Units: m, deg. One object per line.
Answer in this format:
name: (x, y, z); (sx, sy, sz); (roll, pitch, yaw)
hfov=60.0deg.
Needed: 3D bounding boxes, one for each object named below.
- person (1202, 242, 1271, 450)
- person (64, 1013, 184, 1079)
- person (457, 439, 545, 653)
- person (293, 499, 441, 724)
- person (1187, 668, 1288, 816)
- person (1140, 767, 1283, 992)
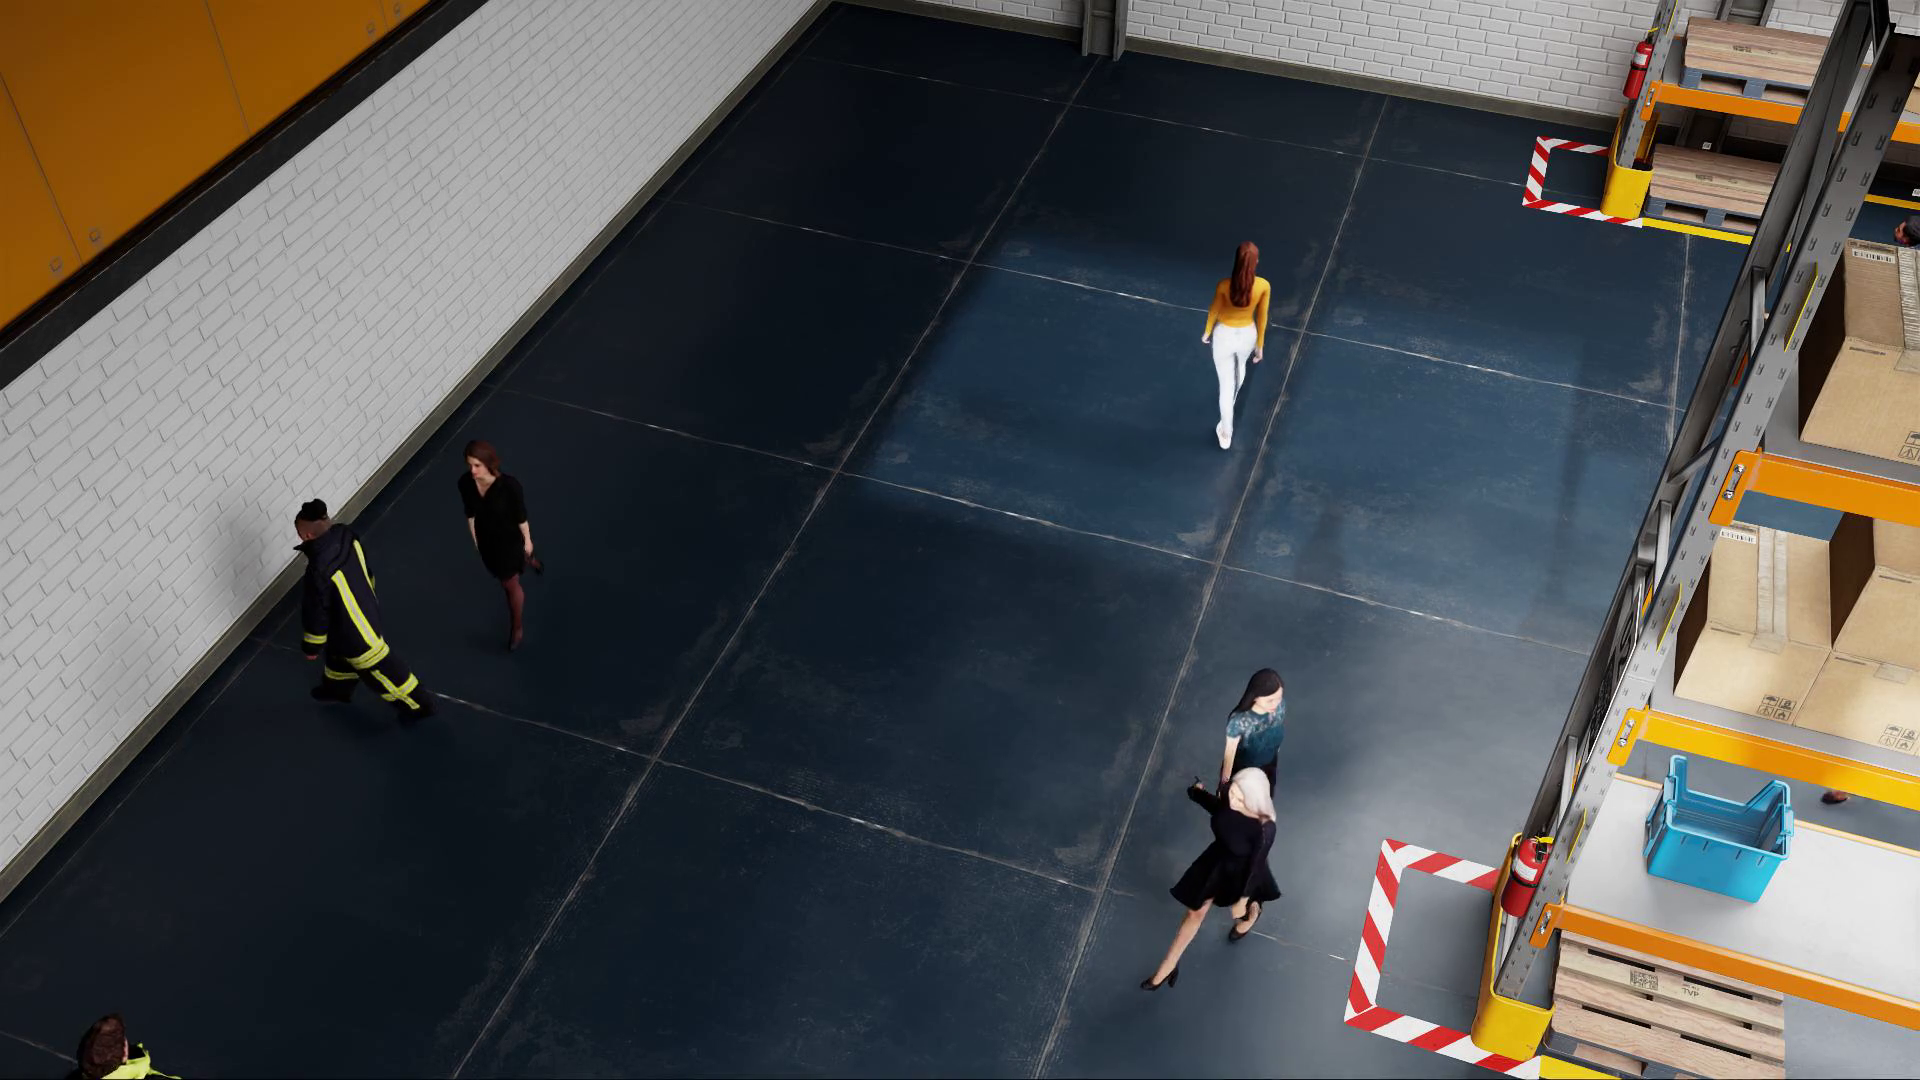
person: (2.065, -1.411, 12.441); (0.943, 1.728, 0.869); (-3, 44, -3)
person: (-3.762, 2.936, 7.722); (1.324, 1.942, 1.173); (-2, 44, -2)
person: (-3.005, -0.050, 11.044); (0.913, 1.683, 0.727); (8, 44, 8)
person: (-3.736, 0.499, 10.366); (1.240, 1.824, 1.004); (1, 44, 1)
person: (1.608, 1.309, 9.594); (0.910, 1.716, 1.003); (-22, 48, -22)
person: (1.570, 1.778, 9.110); (1.079, 1.704, 1.133); (-25, 49, -24)
